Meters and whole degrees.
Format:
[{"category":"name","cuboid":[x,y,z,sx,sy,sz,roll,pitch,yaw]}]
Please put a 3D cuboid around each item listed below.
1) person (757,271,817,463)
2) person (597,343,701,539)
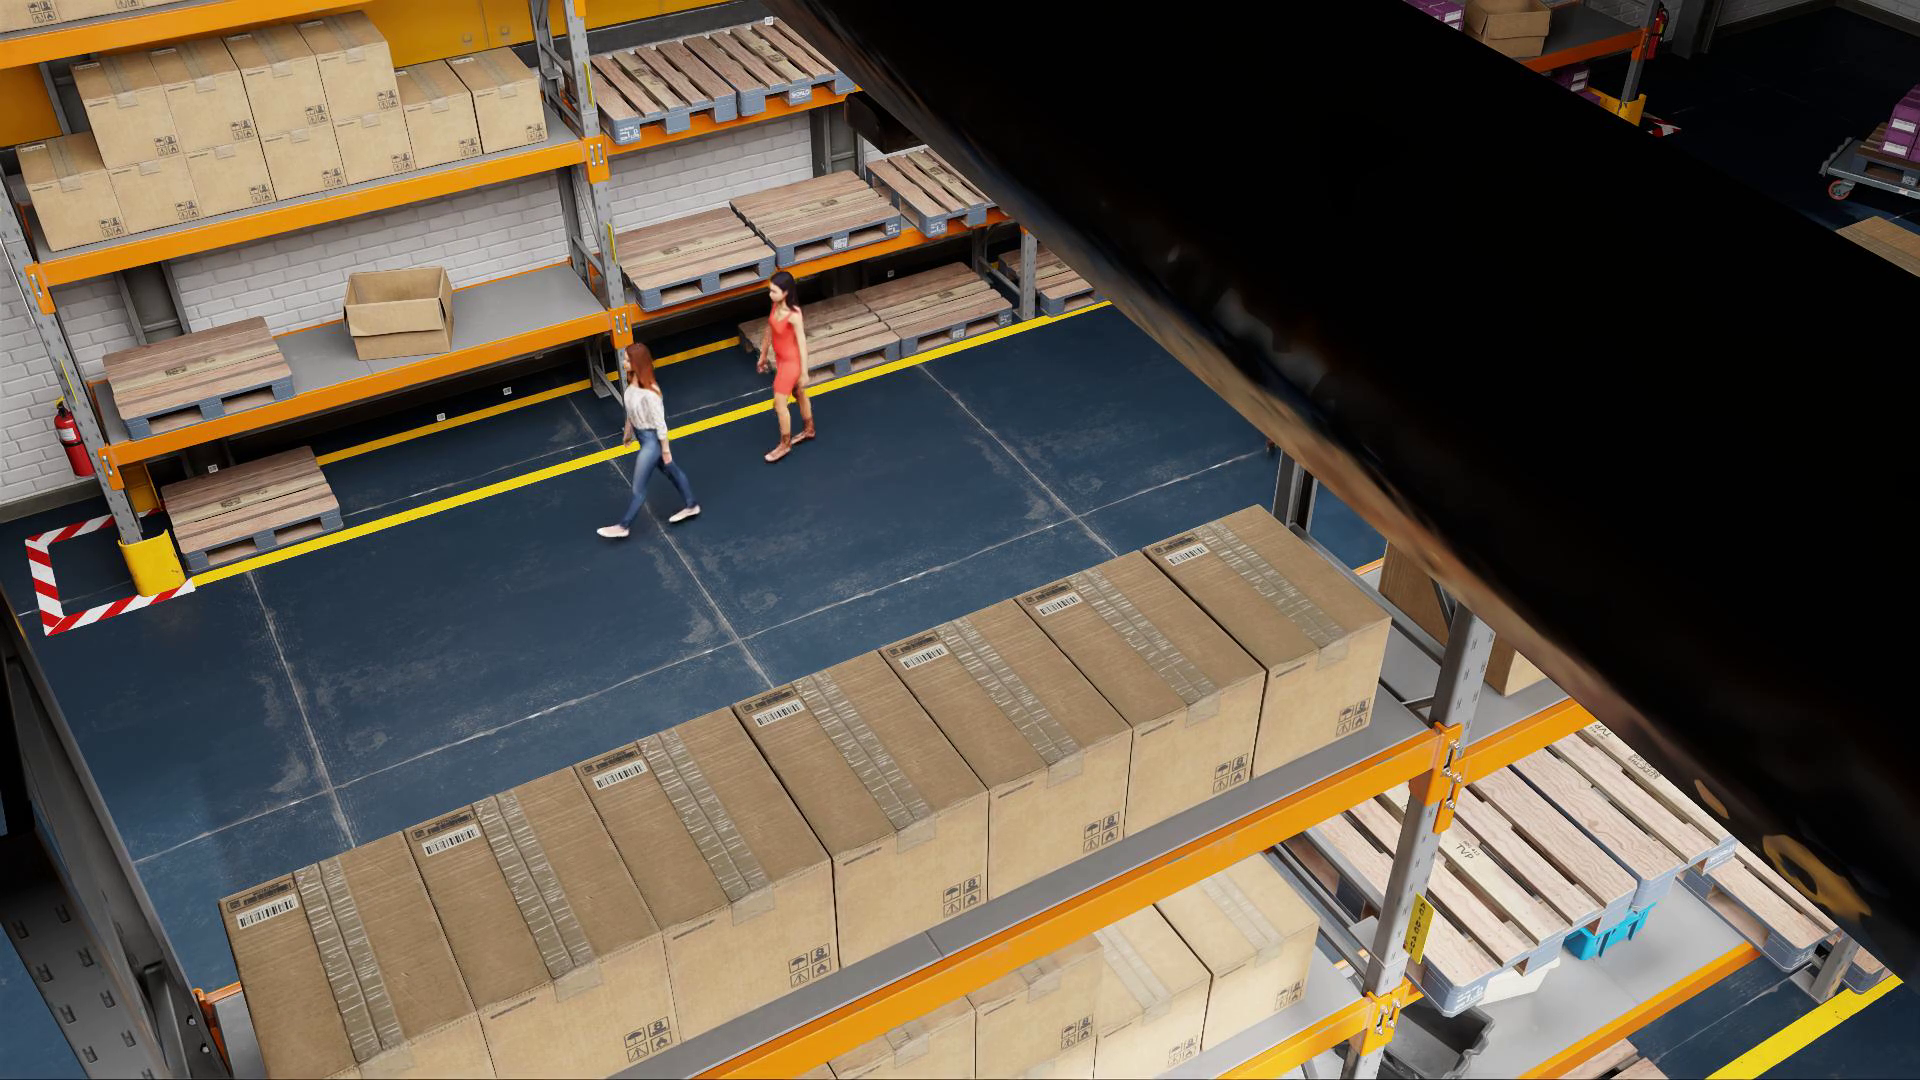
[{"category":"person","cuboid":[-1.346,-1.507,13.867,0.765,1.700,0.604,-19,43,-23]},{"category":"person","cuboid":[-2.325,-0.797,12.989,1.093,1.686,0.640,-17,42,-20]}]
